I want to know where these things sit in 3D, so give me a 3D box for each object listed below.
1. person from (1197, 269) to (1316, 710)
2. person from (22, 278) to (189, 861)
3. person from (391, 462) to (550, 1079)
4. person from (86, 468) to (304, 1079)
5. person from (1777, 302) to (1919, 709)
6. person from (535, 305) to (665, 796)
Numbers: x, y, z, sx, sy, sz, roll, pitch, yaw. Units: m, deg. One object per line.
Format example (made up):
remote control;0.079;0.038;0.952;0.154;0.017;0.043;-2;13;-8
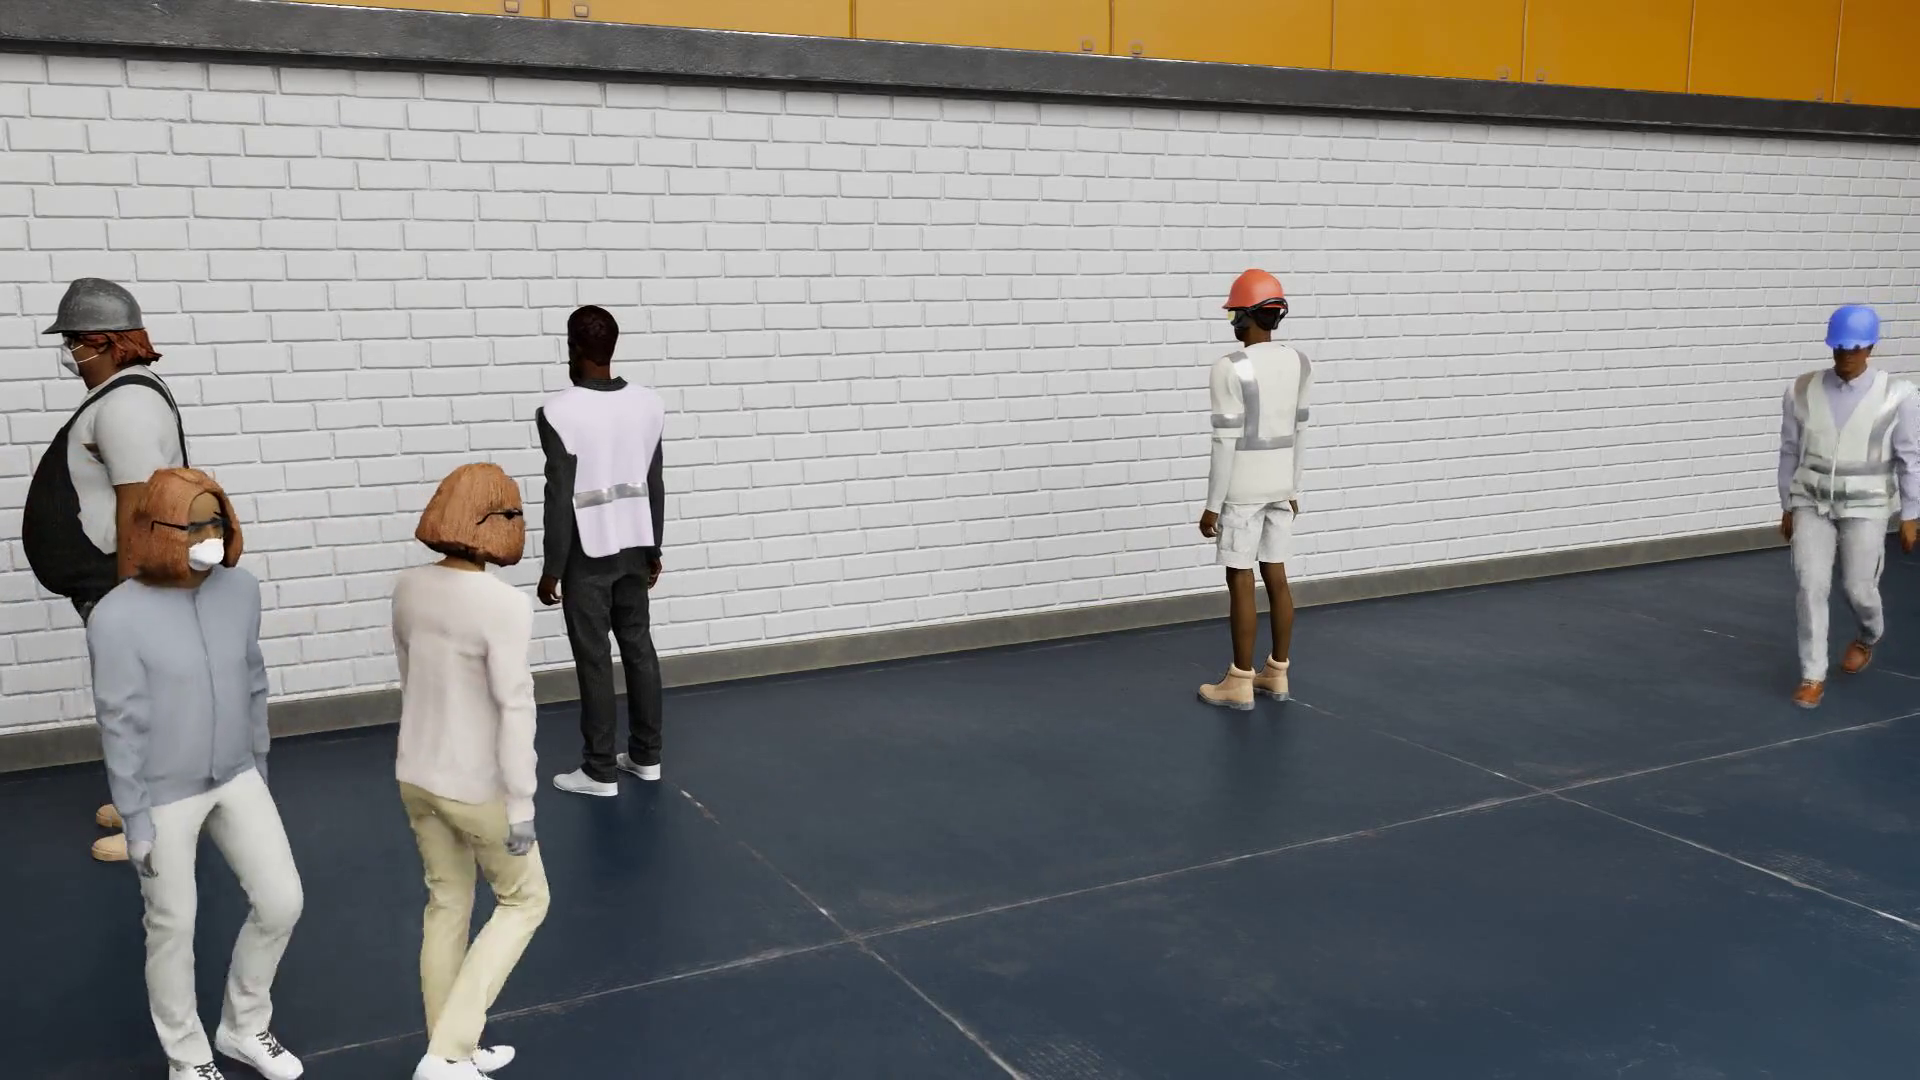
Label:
person;1.356;-0.229;7.758;0.606;2.044;0.373;-7;12;-36
person;-2.998;0.097;5.885;0.539;2.000;0.689;-4;11;-23
person;-1.224;0.613;4.133;0.536;1.613;0.352;6;12;33
person;-1.850;0.625;4.050;0.415;1.617;0.513;5;11;29
person;4.189;-0.169;7.834;0.613;1.909;0.735;9;13;41
person;-1.391;0.046;6.528;0.377;1.917;0.600;7;12;36
